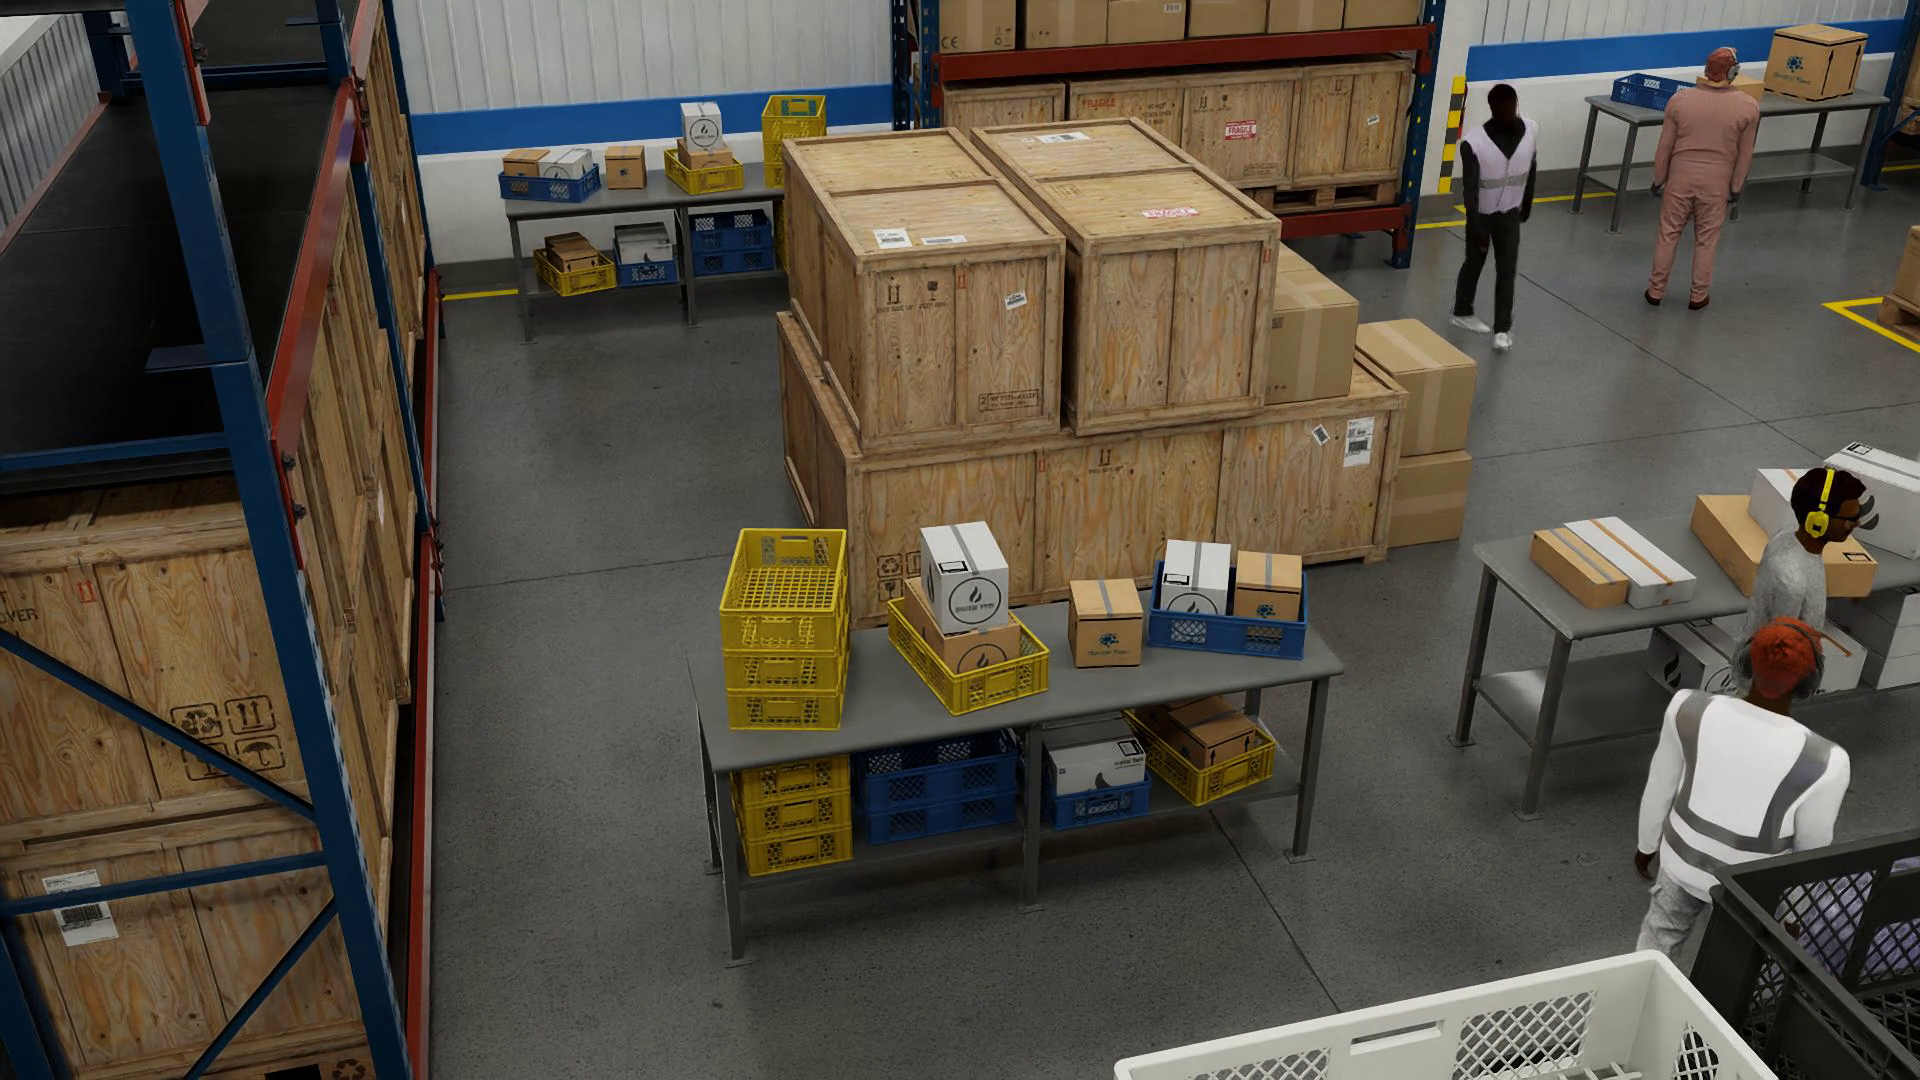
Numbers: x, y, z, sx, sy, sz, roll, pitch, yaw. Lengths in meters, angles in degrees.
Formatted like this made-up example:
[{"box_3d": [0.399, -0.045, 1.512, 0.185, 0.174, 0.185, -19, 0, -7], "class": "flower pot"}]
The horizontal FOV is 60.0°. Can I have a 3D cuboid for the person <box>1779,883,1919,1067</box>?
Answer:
[{"box_3d": [2.535, 1.601, 4.502, 0.656, 1.902, 0.871, 10, 30, 18], "class": "person"}]

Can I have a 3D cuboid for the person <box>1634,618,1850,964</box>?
[{"box_3d": [2.493, 1.092, 5.457, 0.580, 1.878, 0.343, 25, 37, 37], "class": "person"}]

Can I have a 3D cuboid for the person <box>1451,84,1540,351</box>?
[{"box_3d": [3.724, -2.235, 11.517, 0.667, 1.855, 0.831, -4, 29, -8], "class": "person"}]

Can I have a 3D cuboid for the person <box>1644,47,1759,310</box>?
[{"box_3d": [5.417, -2.643, 12.206, 0.643, 1.905, 0.400, 13, 31, 22], "class": "person"}]

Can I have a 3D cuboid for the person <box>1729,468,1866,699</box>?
[{"box_3d": [3.135, 0.570, 6.409, 0.329, 1.872, 0.507, 11, 31, 18], "class": "person"}]
